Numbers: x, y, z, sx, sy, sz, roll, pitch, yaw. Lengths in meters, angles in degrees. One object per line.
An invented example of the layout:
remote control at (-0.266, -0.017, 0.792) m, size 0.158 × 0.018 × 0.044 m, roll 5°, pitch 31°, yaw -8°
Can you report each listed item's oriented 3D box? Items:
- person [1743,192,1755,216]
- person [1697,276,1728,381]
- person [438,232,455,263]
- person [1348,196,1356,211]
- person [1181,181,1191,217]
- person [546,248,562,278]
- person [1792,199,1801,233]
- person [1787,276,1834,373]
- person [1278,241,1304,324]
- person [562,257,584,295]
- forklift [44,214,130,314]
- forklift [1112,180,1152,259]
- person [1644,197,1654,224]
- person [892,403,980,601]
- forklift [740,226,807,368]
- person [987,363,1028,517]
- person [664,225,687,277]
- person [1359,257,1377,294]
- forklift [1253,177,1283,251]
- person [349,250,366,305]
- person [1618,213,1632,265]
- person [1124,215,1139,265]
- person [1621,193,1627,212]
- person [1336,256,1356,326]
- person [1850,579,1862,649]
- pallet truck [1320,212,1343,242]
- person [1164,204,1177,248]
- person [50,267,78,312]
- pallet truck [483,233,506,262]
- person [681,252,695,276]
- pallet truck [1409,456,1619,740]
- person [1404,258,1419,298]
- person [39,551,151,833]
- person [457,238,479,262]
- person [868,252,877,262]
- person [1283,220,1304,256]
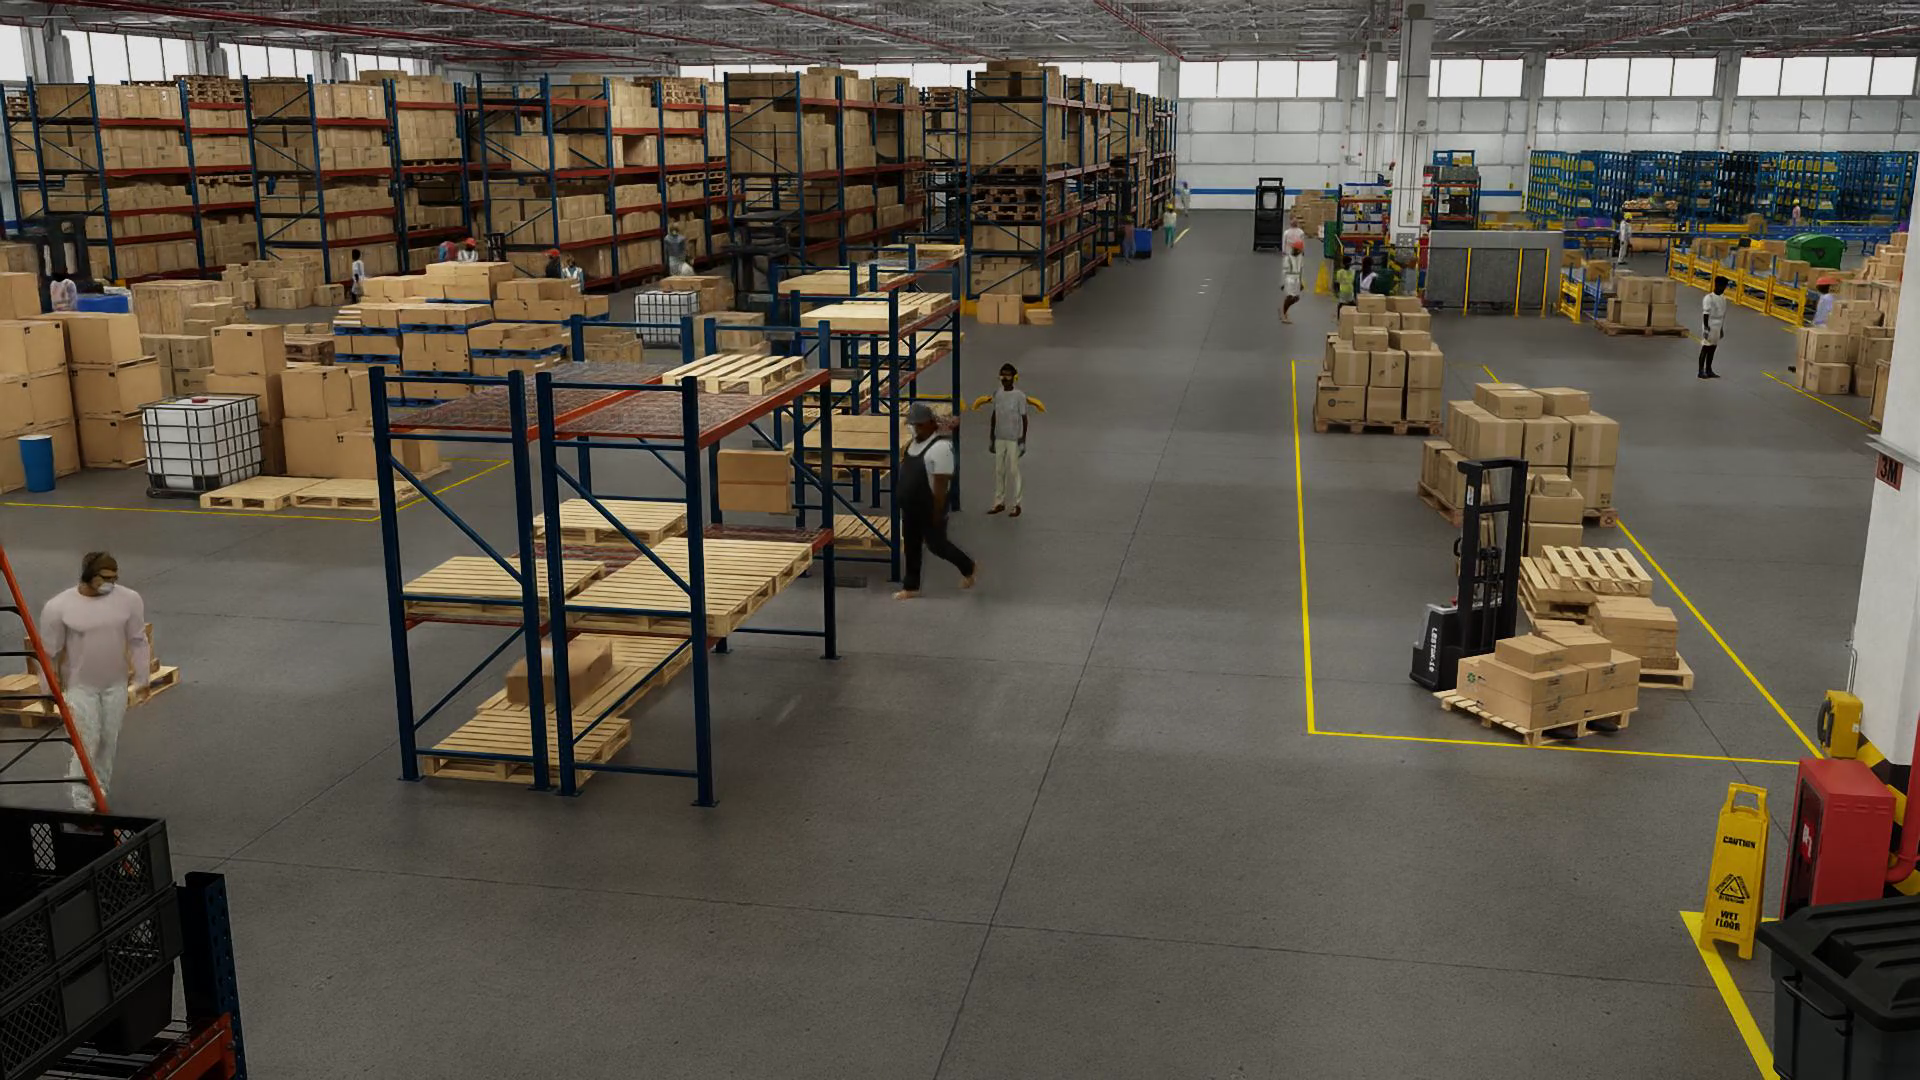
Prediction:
person at (37.180, -15.625, 78.432) m, size 0.614 × 2.015 × 0.799 m, roll 1°, pitch 14°, yaw 2°
person at (14.187, -3.994, 31.312) m, size 0.604 × 1.960 × 0.369 m, roll -10°, pitch 17°, yaw -35°
person at (-14.367, -7.681, 46.562) m, size 0.429 × 1.835 × 0.637 m, roll 4°, pitch 14°, yaw 16°
person at (19.551, -16.525, 82.888) m, size 0.525 × 1.626 × 0.330 m, roll 2°, pitch 14°, yaw 6°
person at (12.301, -18.560, 90.549) m, size 0.596 × 1.917 × 0.456 m, roll -4°, pitch 14°, yaw -17°
person at (-9.398, -5.744, 38.385) m, size 0.572 × 1.973 × 0.634 m, roll -6°, pitch 15°, yaw -24°
person at (35.353, -13.523, 70.410) m, size 0.329 × 1.764 × 0.524 m, roll 0°, pitch 14°, yaw 1°
person at (16.391, -4.099, 31.857) m, size 0.908 × 1.897 × 0.557 m, roll 4°, pitch 14°, yaw 16°
person at (8.056, -6.290, 40.542) m, size 0.687 × 2.006 × 0.640 m, roll -10°, pitch 17°, yaw -35°
person at (-9.345, -6.019, 40.212) m, size 0.523 × 1.631 × 0.317 m, roll -1°, pitch 14°, yaw -4°
forklift at (-19.275, -5.659, 36.177) m, size 1.873 × 2.768 × 1.129 m, roll 3°, pitch 14°, yaw 10°
forklift at (6.082, -11.722, 60.796) m, size 1.873 × 2.768 × 1.129 m, roll 2°, pitch 14°, yaw 9°
person at (29.660, -13.848, 71.627) m, size 0.418 × 1.818 × 0.599 m, roll 3°, pitch 14°, yaw 13°
person at (-0.268, -0.416, 16.620) m, size 0.820 × 2.000 × 0.691 m, roll -10°, pitch 17°, yaw -35°
forklift at (-3.692, -4.608, 31.911) m, size 1.129 × 2.768 × 1.873 m, roll 3°, pitch 14°, yaw 10°
person at (0.572, -1.215, 20.204) m, size 0.531 × 1.876 × 0.322 m, roll 8°, pitch 16°, yaw 30°
person at (-8.327, -8.263, 48.744) m, size 0.664 × 1.913 × 0.645 m, roll -2°, pitch 14°, yaw -9°
person at (8.910, -5.255, 36.533) m, size 0.440 × 1.908 × 0.613 m, roll -4°, pitch 15°, yaw -17°
forklift at (12.083, -12.747, 64.956) m, size 1.129 × 2.768 × 1.873 m, roll 3°, pitch 14°, yaw 10°
person at (-15.353, -6.549, 42.308) m, size 0.861 × 1.650 × 0.552 m, roll 1°, pitch 14°, yaw 4°
person at (23.218, -10.509, 58.058) m, size 0.403 × 1.818 × 0.603 m, roll 10°, pitch 17°, yaw 35°
person at (5.961, -10.429, 57.887) m, size 0.669 × 1.735 × 0.529 m, roll 13°, pitch 19°, yaw 43°
person at (35.845, -18.197, 89.499) m, size 0.545 × 1.733 × 0.628 m, roll -5°, pitch 15°, yaw -18°
person at (9.258, -5.928, 39.729) m, size 0.559 × 1.674 × 0.614 m, roll -6°, pitch 15°, yaw -22°
person at (7.376, 0.493, 13.136) m, size 0.430 × 1.937 × 0.630 m, roll -6°, pitch 15°, yaw -22°
pallet truck at (15.874, -13.227, 70.310) m, size 0.680 × 1.201 × 1.601 m, roll 10°, pitch 17°, yaw 35°
person at (8.423, -12.580, 66.616) m, size 0.520 × 1.740 × 0.733 m, roll 1°, pitch 14°, yaw 3°
person at (-18.706, -4.771, 34.717) m, size 0.631 × 1.840 × 0.428 m, roll 5°, pitch 15°, yaw 20°
pallet truck at (-11.832, -7.026, 43.548) m, size 1.885 × 1.965 × 0.823 m, roll 8°, pitch 16°, yaw 28°
person at (-6.357, -5.732, 38.538) m, size 0.979 × 1.890 × 0.641 m, roll 0°, pitch 14°, yaw -1°
pallet truck at (4.504, 0.400, 13.395) m, size 0.823 × 1.965 × 1.885 m, roll -6°, pitch 15°, yaw -23°
person at (10.892, -5.981, 40.097) m, size 0.510 × 1.619 × 0.450 m, roll -13°, pitch 19°, yaw -43°
person at (-5.751, 1.007, 11.161) m, size 0.674 × 1.889 × 0.682 m, roll 12°, pitch 18°, yaw 41°
person at (-12.751, -6.890, 43.258) m, size 0.609 × 1.869 × 0.973 m, roll -10°, pitch 17°, yaw -36°
person at (-2.363, -6.554, 42.437) m, size 0.676 × 1.610 × 0.538 m, roll 0°, pitch 14°, yaw -1°
person at (10.464, -9.101, 52.193) m, size 0.673 × 1.881 × 0.785 m, roll 3°, pitch 14°, yaw 12°
